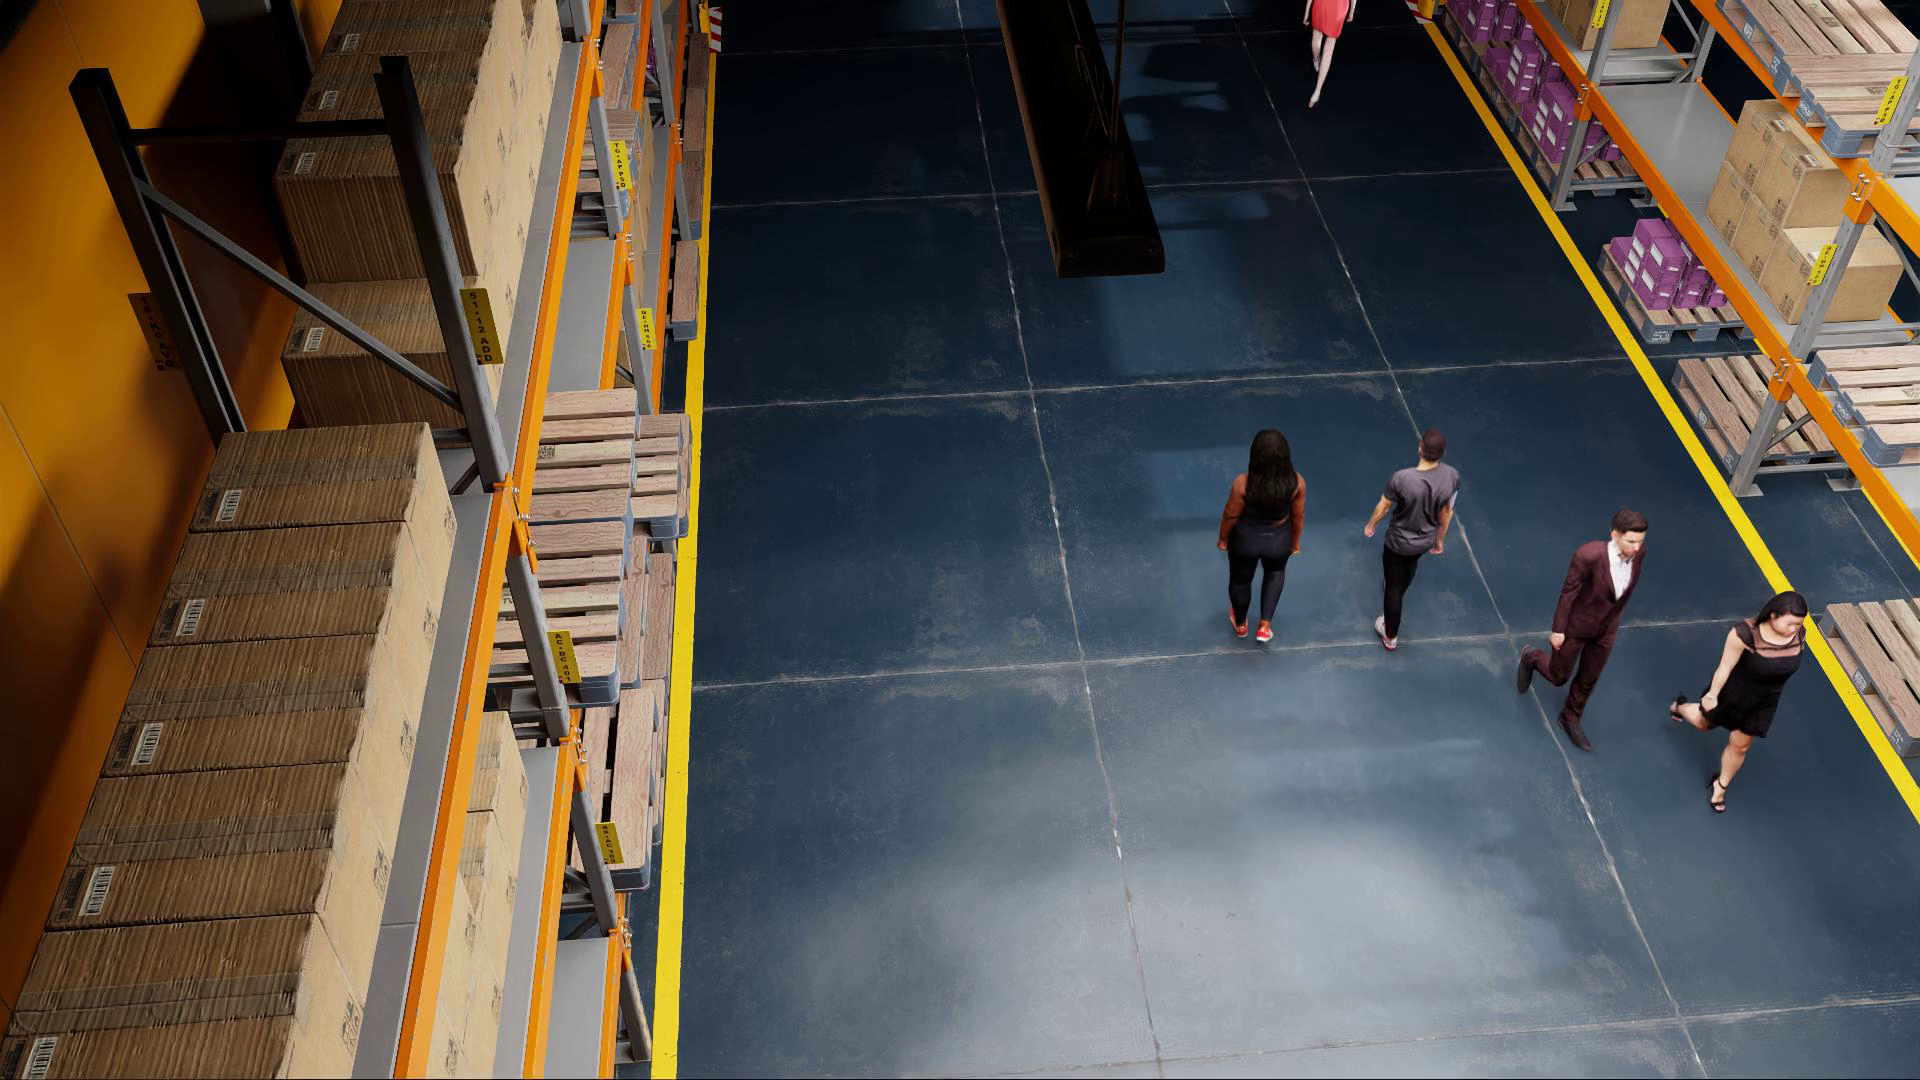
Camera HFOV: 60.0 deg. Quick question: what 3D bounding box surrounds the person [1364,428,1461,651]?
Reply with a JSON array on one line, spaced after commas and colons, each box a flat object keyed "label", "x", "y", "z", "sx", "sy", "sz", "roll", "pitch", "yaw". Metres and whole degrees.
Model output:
[{"label": "person", "x": 2.992, "y": 0.054, "z": 10.990, "sx": 0.670, "sy": 1.745, "sz": 0.854, "roll": -7, "pitch": 44, "yaw": -7}]

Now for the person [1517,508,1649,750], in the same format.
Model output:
[{"label": "person", "x": 3.915, "y": 0.470, "z": 10.475, "sx": 0.777, "sy": 1.854, "sz": 1.008, "roll": -10, "pitch": 44, "yaw": -10}]

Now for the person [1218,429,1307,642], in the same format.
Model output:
[{"label": "person", "x": 1.988, "y": 0.047, "z": 10.953, "sx": 0.730, "sy": 1.806, "sz": 0.747, "roll": 1, "pitch": 44, "yaw": 1}]

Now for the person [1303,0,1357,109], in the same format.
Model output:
[{"label": "person", "x": 3.634, "y": -5.135, "z": 16.416, "sx": 0.897, "sy": 1.773, "sz": 1.236, "roll": 10, "pitch": 45, "yaw": 11}]

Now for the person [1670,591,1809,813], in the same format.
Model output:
[{"label": "person", "x": 4.725, "y": 0.886, "z": 10.158, "sx": 0.673, "sy": 1.689, "sz": 1.008, "roll": -2, "pitch": 44, "yaw": -3}]
